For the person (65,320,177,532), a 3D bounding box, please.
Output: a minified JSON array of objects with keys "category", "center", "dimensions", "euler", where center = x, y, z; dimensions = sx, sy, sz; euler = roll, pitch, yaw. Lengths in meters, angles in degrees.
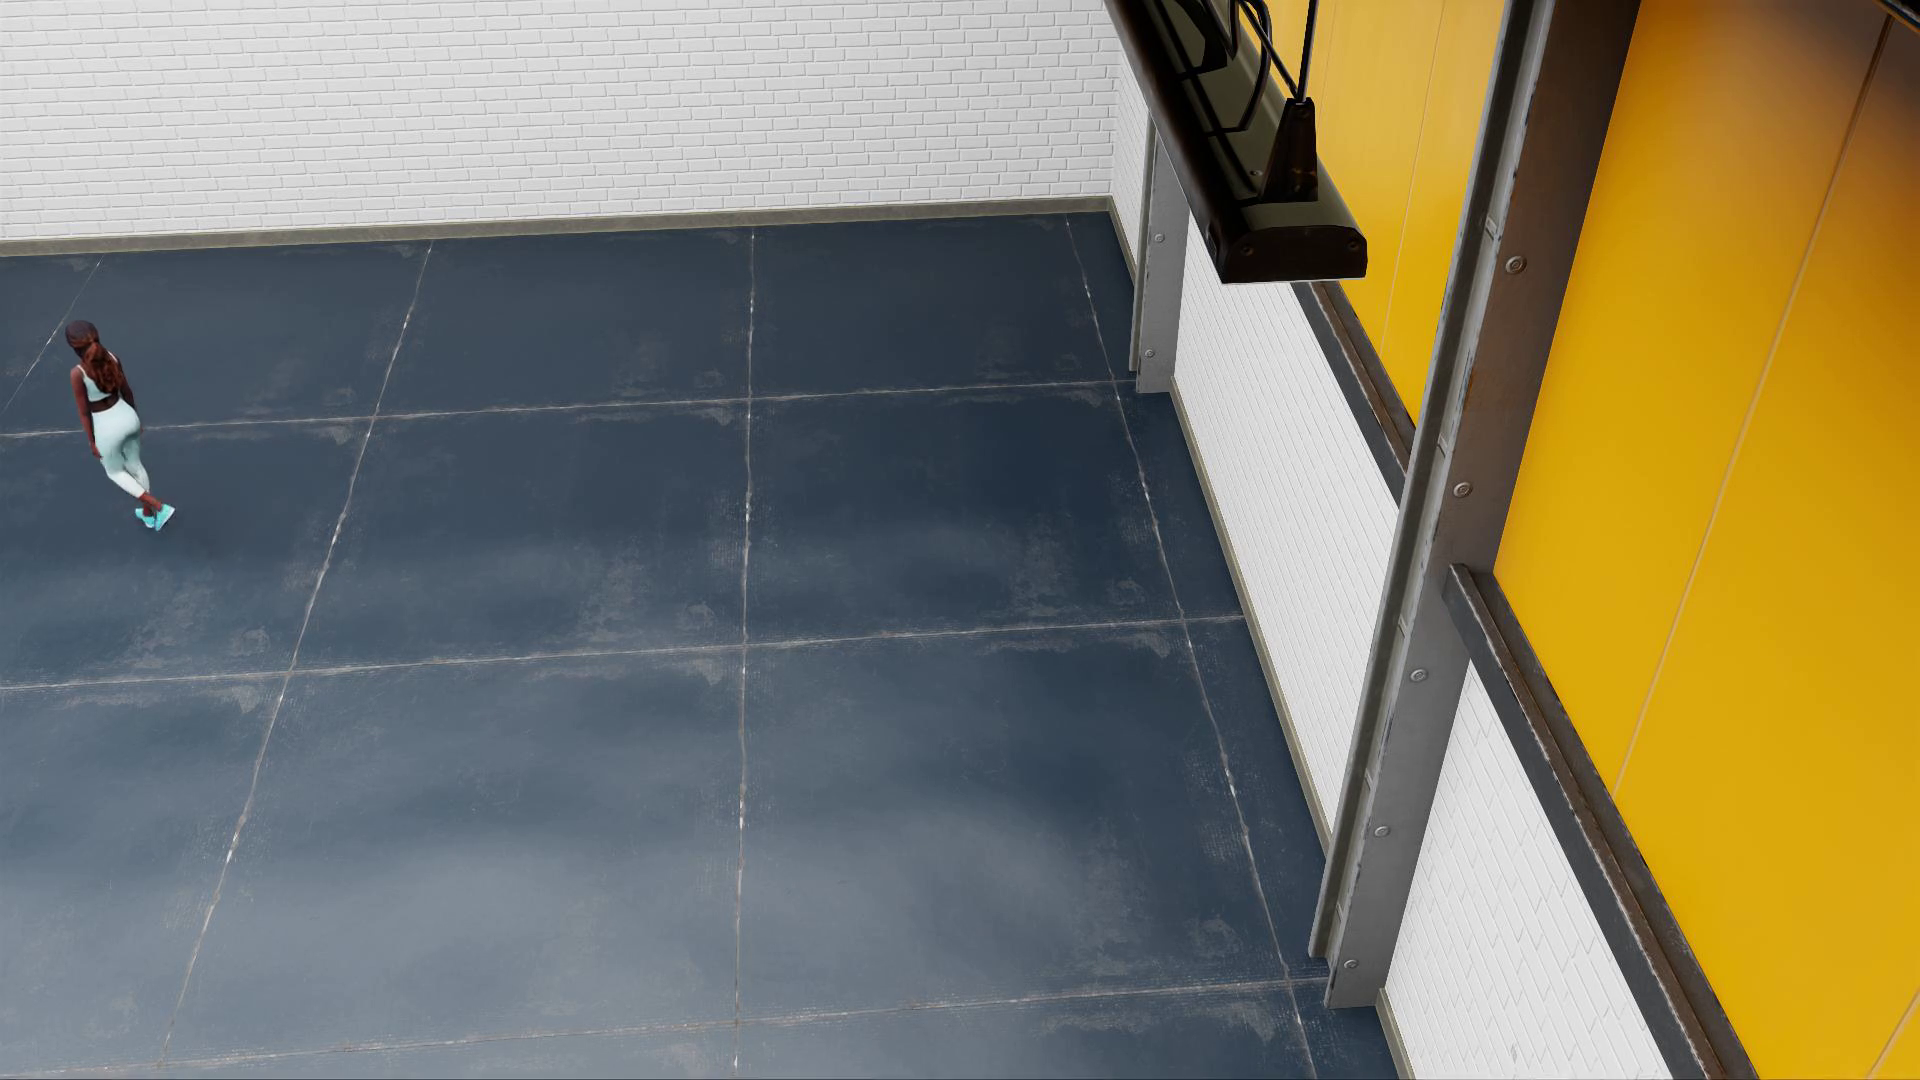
[{"category":"person","center":[-5.880,-0.744,11.676],"dimensions":[0.872,1.711,0.849],"euler":[20,43,23]}]
